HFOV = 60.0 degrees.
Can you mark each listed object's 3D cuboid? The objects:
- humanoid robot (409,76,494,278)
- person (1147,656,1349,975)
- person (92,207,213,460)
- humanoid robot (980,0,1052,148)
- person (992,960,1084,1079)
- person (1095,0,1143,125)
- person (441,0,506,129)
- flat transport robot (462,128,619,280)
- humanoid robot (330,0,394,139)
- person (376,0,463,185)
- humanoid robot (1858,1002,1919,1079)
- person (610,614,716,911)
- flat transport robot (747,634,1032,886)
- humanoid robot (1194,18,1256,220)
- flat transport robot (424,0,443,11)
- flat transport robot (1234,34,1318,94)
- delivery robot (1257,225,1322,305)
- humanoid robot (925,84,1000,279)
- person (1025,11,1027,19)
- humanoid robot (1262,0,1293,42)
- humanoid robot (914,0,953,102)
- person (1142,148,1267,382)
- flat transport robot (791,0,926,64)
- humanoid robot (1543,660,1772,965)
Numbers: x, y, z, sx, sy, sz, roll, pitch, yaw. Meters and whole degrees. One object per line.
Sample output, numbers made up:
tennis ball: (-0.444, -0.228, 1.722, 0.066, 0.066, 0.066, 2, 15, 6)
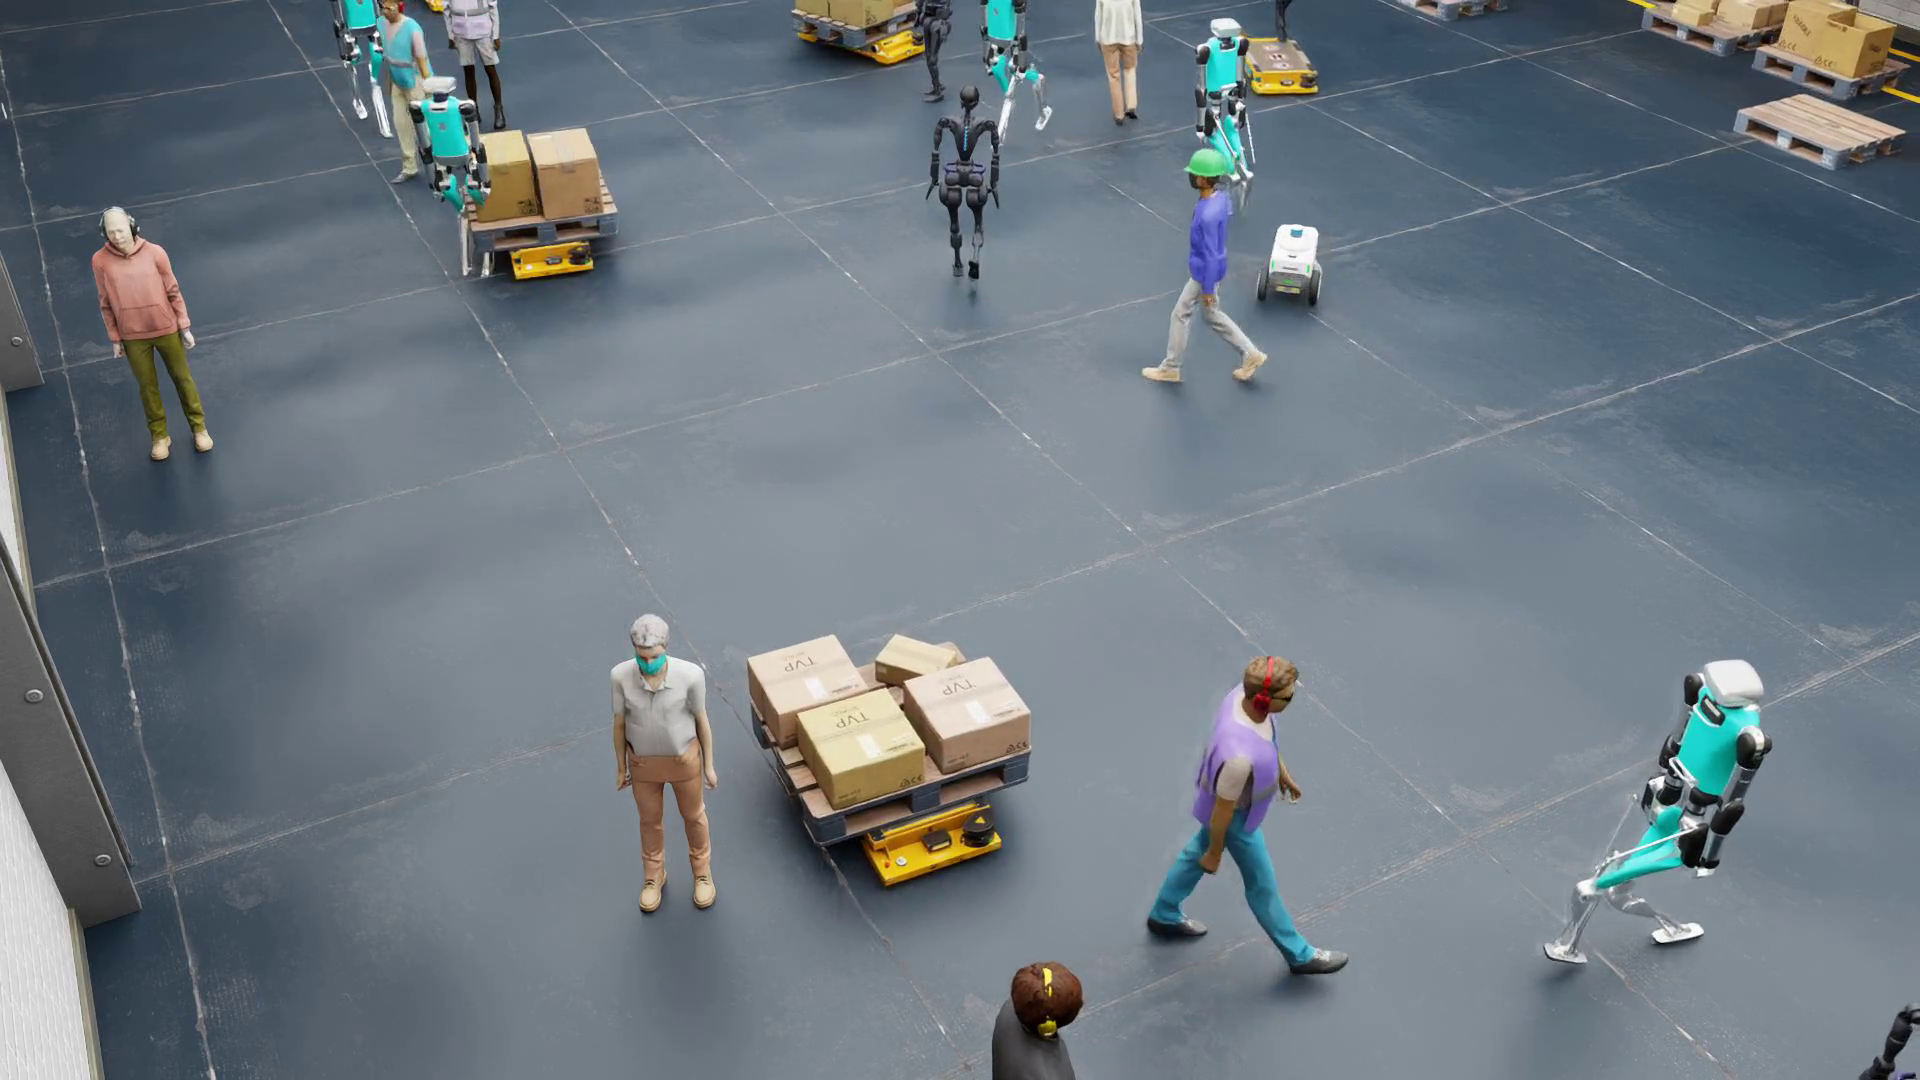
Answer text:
humanoid robot: (-4.096, -3.016, 13.735, 0.533, 1.793, 0.668, 0, 35, 0)
person: (1.363, 1.252, 7.604, 0.981, 1.787, 0.563, 5, 35, 7)
person: (-5.542, -1.427, 11.386, 0.523, 1.837, 0.371, -13, 37, -17)
humanoid robot: (0.615, -4.745, 16.258, 0.530, 1.785, 1.015, 25, 42, 31)
person: (0.271, 2.229, 6.136, 0.361, 1.875, 0.492, -7, 36, -9)
person: (1.575, -4.981, 16.619, 0.480, 1.652, 0.417, 1, 35, 1)
person: (-4.812, -5.020, 16.430, 0.541, 1.938, 0.354, 0, 35, -1)
flat transport robot: (-3.647, -2.686, 14.551, 0.659, 0.231, 1.431, -11, 37, -15)
humanoid robot: (-5.987, -4.942, 16.534, 0.533, 1.777, 1.016, -21, 40, -27)
person: (-5.073, -4.219, 15.393, 0.572, 1.822, 0.671, 25, 42, 31)
humanoid robot: (3.727, 2.205, 6.386, 0.601, 1.627, 0.754, 4, 35, 6)
person: (-1.406, 1.059, 7.916, 0.474, 1.746, 0.321, -2, 35, -3)
flat transport robot: (-0.378, 1.236, 8.950, 0.659, 0.231, 1.431, -15, 38, -20)
humanoid robot: (2.395, -3.574, 14.638, 0.531, 1.890, 0.751, -18, 39, -24)
flat transport robot: (-6.350, -6.818, 20.450, 0.659, 0.231, 1.431, -18, 39, -24)
flat transport robot: (3.422, -5.185, 18.119, 0.659, 0.231, 1.431, -2, 35, -3)
delivery robot: (2.767, -2.312, 13.760, 0.524, 0.586, 0.736, 8, 36, 12)
humanoid robot: (0.019, -2.902, 13.644, 0.615, 1.642, 0.519, 1, 35, 1)
person: (0.536, -7.123, 19.455, 0.591, 1.906, 0.821, -28, 44, -34)
humanoid robot: (3.575, -6.092, 18.195, 0.608, 1.641, 0.416, -29, 44, -35)
humanoid robot: (-0.298, -5.410, 17.206, 0.376, 1.649, 0.608, -21, 40, -27)
person: (1.858, -1.967, 12.163, 0.864, 1.842, 0.458, 8, 36, 11)
flat transport robot: (-1.114, -5.715, 18.876, 1.431, 0.231, 0.659, 26, 43, 32)
humanoid robot: (3.088, 1.324, 7.602, 1.047, 1.778, 0.538, -6, 35, -8)
